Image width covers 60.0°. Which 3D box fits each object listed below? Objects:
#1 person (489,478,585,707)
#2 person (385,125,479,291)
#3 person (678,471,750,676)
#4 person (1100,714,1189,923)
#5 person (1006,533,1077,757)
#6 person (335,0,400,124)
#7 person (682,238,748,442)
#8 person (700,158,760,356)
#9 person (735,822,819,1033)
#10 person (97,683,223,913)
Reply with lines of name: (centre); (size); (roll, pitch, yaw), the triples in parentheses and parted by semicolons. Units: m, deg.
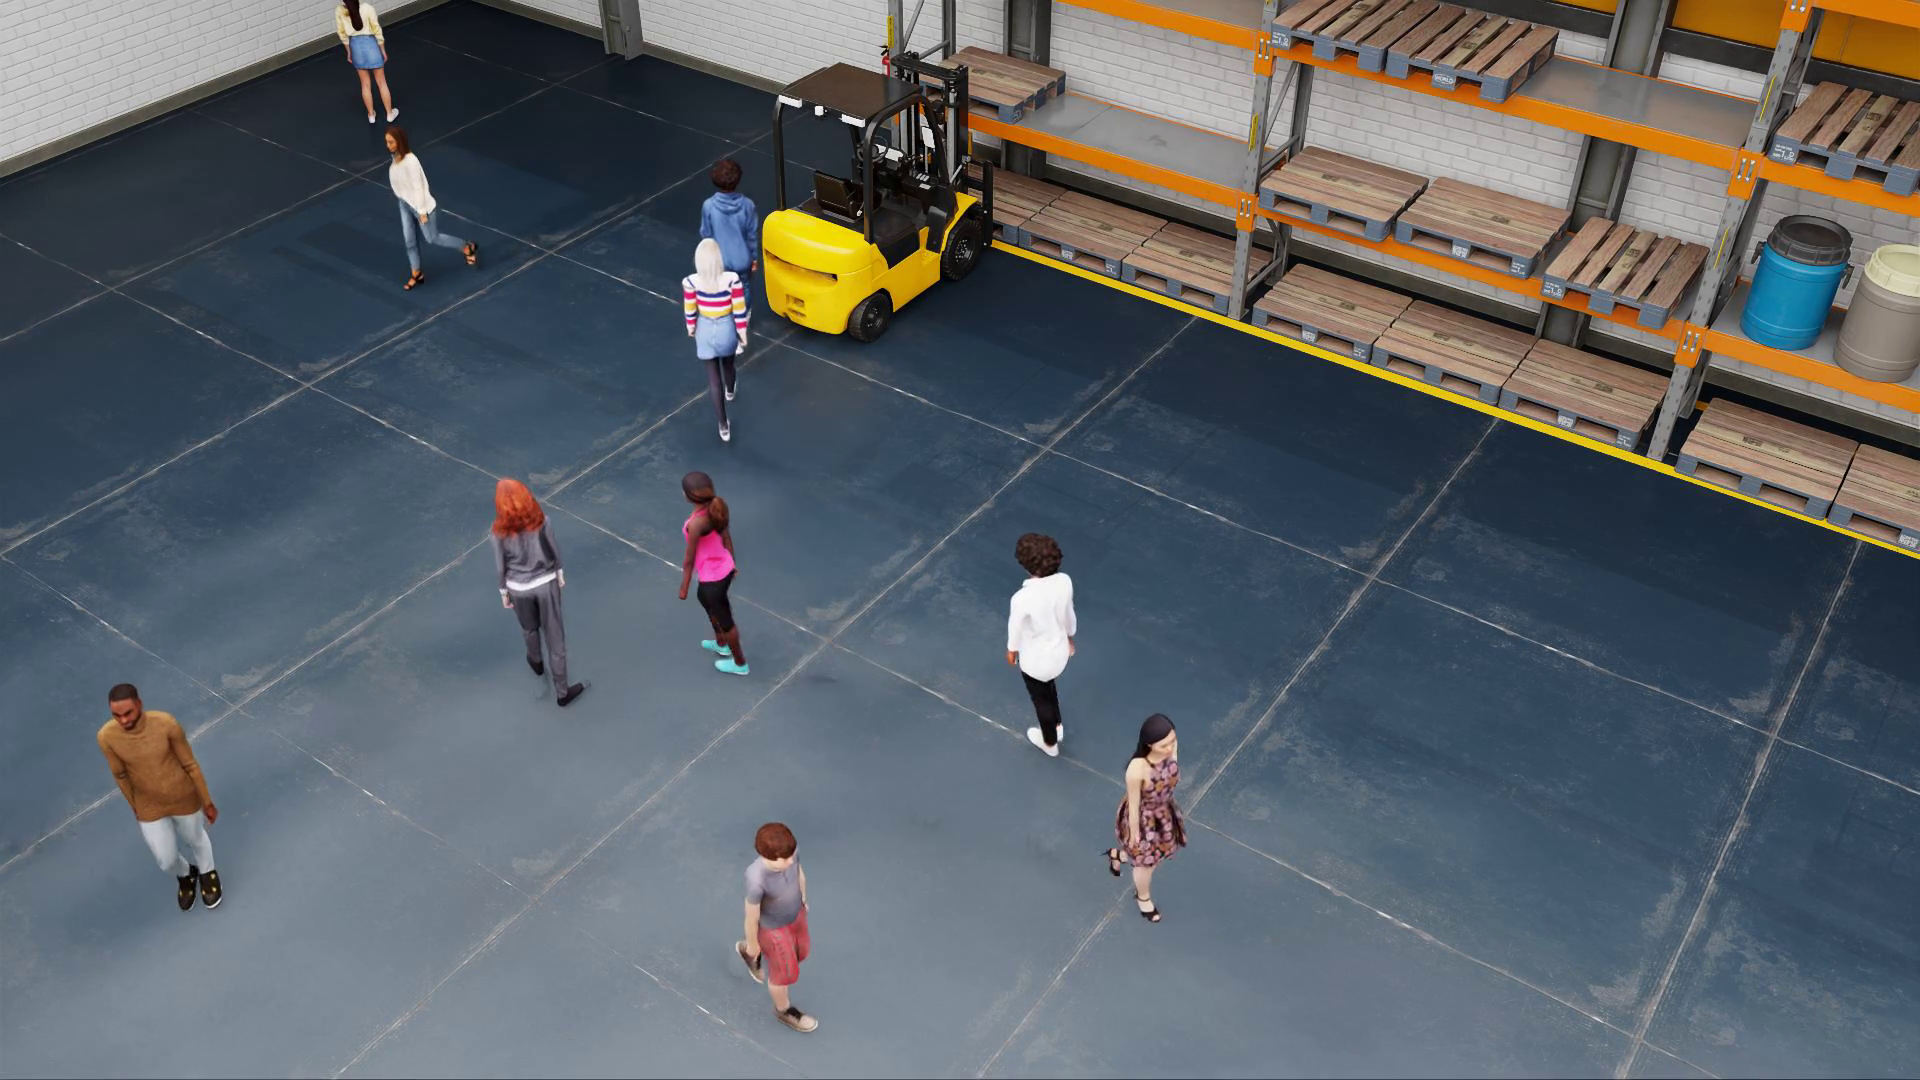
person: (-2.899, 0.377, 11.388); (0.880, 1.753, 0.959); (-6, 39, -7)
person: (-5.126, -3.225, 15.978); (0.844, 1.653, 1.015); (-29, 47, -31)
person: (-1.618, 0.271, 11.558); (0.743, 1.705, 0.669); (9, 40, 12)
person: (1.039, 1.623, 9.824); (0.837, 1.757, 0.716); (31, 48, 33)
person: (0.593, 0.765, 10.869); (0.695, 1.793, 0.693); (-27, 46, -29)
person: (-6.763, -5.554, 18.912); (0.708, 1.631, 0.781); (-4, 39, -5)
person: (-2.042, -1.652, 13.924); (1.126, 1.759, 1.150); (-4, 39, -5)
person: (-2.058, -2.506, 14.985); (1.190, 1.768, 1.205); (-3, 39, -4)
person: (-1.083, 2.097, 9.327); (0.857, 1.636, 0.616); (25, 45, 28)
person: (-4.738, 1.479, 9.968); (0.746, 1.802, 0.775); (-14, 41, -16)
